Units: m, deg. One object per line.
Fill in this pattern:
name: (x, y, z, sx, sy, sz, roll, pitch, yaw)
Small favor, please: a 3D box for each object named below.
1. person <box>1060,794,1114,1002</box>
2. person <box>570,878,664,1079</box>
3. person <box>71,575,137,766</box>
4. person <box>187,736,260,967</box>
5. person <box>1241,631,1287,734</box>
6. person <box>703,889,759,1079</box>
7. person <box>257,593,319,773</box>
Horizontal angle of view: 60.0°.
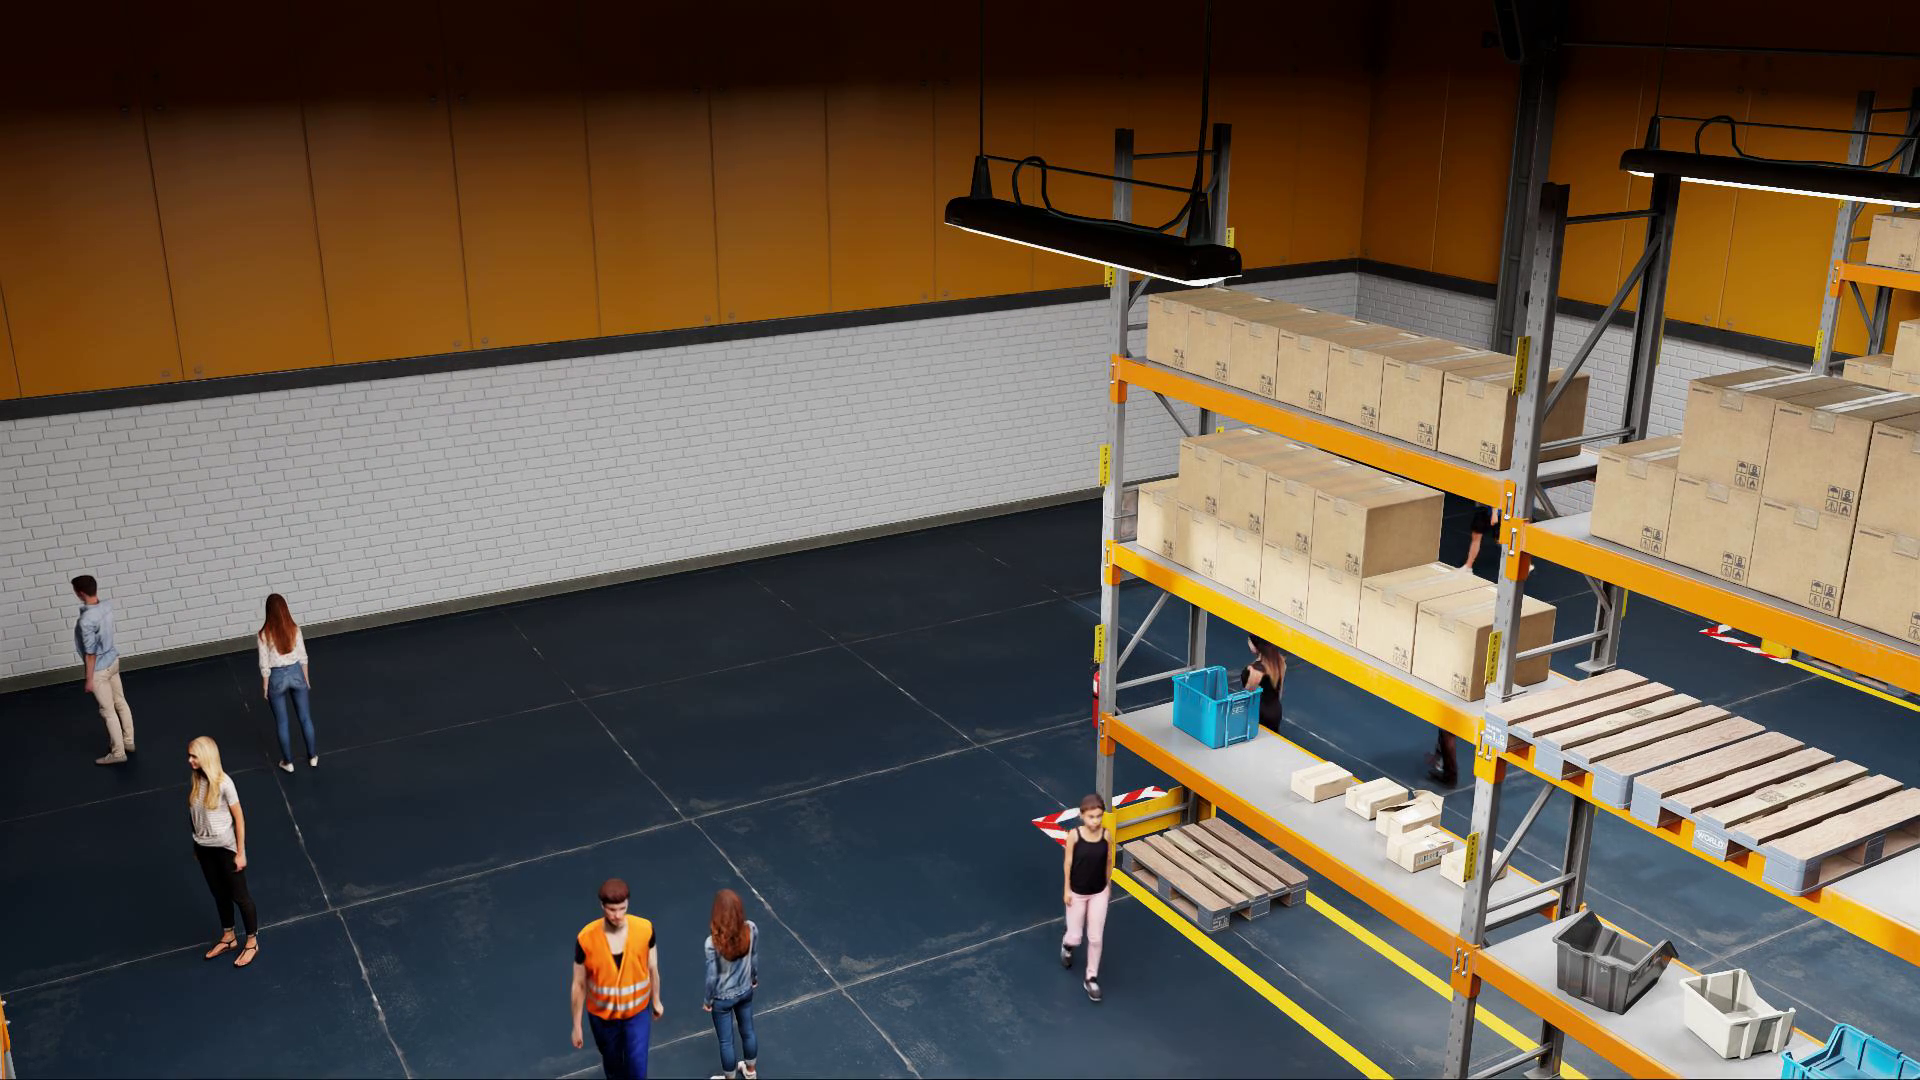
person: (0.902, 2.534, 12.075, 0.689, 1.557, 0.875, -3, 19, -9)
person: (-2.154, 2.912, 10.499, 0.966, 1.845, 1.234, -3, 19, -10)
person: (-8.040, 1.194, 15.598, 0.792, 1.847, 0.663, -1, 19, -2)
person: (-5.493, 2.292, 12.371, 0.666, 1.825, 0.751, 7, 20, 20)
person: (2.748, 1.590, 14.666, 0.794, 1.692, 0.759, 12, 22, 33)
person: (-1.495, 2.960, 10.935, 0.603, 1.476, 0.564, -16, 24, -39)
person: (-6.253, 1.312, 15.434, 0.591, 1.728, 0.507, -12, 22, -32)
